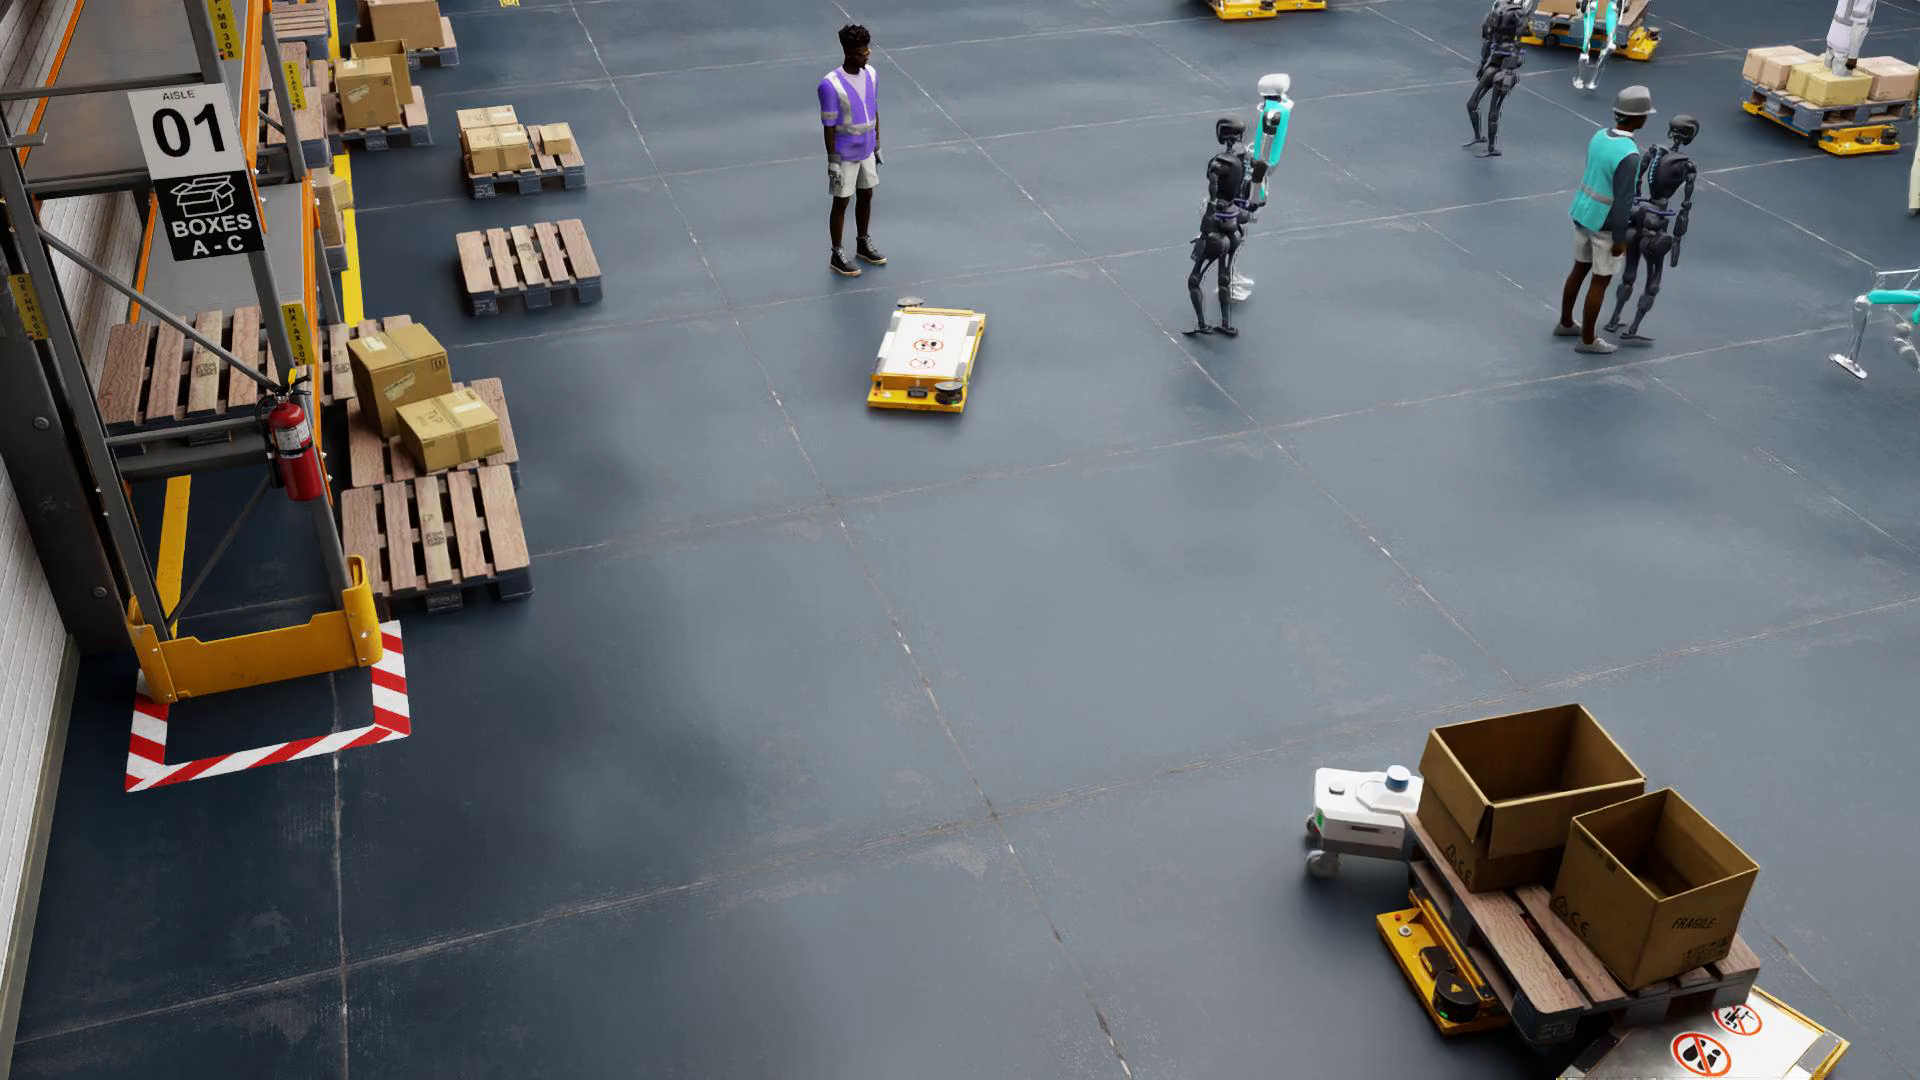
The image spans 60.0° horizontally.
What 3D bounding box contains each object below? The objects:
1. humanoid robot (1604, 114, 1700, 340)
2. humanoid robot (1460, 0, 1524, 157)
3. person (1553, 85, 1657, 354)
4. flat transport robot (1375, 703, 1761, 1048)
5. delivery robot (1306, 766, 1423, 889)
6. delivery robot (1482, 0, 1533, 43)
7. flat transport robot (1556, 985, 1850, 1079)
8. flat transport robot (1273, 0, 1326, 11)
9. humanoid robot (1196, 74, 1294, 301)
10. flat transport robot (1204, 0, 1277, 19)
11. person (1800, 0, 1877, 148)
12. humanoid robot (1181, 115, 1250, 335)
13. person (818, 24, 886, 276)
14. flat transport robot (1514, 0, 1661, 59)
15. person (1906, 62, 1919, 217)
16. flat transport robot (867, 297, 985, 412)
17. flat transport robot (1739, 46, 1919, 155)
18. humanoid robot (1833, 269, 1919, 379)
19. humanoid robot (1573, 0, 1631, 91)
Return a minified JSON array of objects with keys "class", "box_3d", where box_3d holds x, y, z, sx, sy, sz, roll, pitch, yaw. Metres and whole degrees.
[{"class":"humanoid robot","box_3d":[5.009,-2.280,12.076,0.381,1.644,0.606,-12,35,-18]},{"class":"humanoid robot","box_3d":[4.907,-4.320,15.195,0.370,1.652,0.614,-6,34,-10]},{"class":"person","box_3d":[4.561,-2.266,11.808,0.445,1.937,0.558,-6,34,-9]},{"class":"flat transport robot","box_3d":[2.607,1.718,7.223,1.431,0.231,0.659,-8,34,-12]},{"class":"delivery robot","box_3d":[1.997,1.302,7.616,0.796,0.613,0.499,6,34,9]},{"class":"delivery robot","box_3d":[6.206,-5.935,18.711,0.499,0.608,0.786,15,36,21]},{"class":"flat transport robot","box_3d":[2.867,2.152,6.557,1.431,0.231,0.659,-26,41,-33]},{"class":"flat transport robot","box_3d":[3.895,-6.698,20.131,0.659,0.231,1.431,-4,33,-6]},{"class":"humanoid robot","box_3d":[2.070,-2.665,12.503,0.727,1.697,0.533,10,34,15]},{"class":"flat transport robot","box_3d":[3.232,-6.500,19.828,0.659,0.231,1.431,-5,33,-8]},{"class":"person","box_3d":[8.233,-4.597,15.390,0.383,1.931,0.541,6,34,8]},{"class":"humanoid robot","box_3d":[1.878,-2.268,12.043,0.414,1.649,0.613,20,38,28]},{"class":"person","box_3d":[-0.830,-3.054,13.002,0.365,1.958,0.606,26,41,34]},{"class":"flat transport robot","box_3d":[6.958,-5.594,18.438,1.431,0.231,0.659,17,37,24]},{"class":"person","box_3d":[8.293,-3.629,14.007,0.610,1.813,0.501,25,41,33]},{"class":"flat transport robot","box_3d":[-0.221,-1.333,11.902,0.659,0.231,1.431,4,33,6]},{"class":"flat transport robot","box_3d":[8.324,-4.058,16.083,0.659,0.231,1.431,-8,34,-12]},{"class":"humanoid robot","box_3d":[6.486,-1.794,11.330,1.028,1.777,0.548,20,38,27]},{"class":"humanoid robot","box_3d":[6.445,-5.290,16.643,0.541,1.763,0.894,9,34,13]}]
